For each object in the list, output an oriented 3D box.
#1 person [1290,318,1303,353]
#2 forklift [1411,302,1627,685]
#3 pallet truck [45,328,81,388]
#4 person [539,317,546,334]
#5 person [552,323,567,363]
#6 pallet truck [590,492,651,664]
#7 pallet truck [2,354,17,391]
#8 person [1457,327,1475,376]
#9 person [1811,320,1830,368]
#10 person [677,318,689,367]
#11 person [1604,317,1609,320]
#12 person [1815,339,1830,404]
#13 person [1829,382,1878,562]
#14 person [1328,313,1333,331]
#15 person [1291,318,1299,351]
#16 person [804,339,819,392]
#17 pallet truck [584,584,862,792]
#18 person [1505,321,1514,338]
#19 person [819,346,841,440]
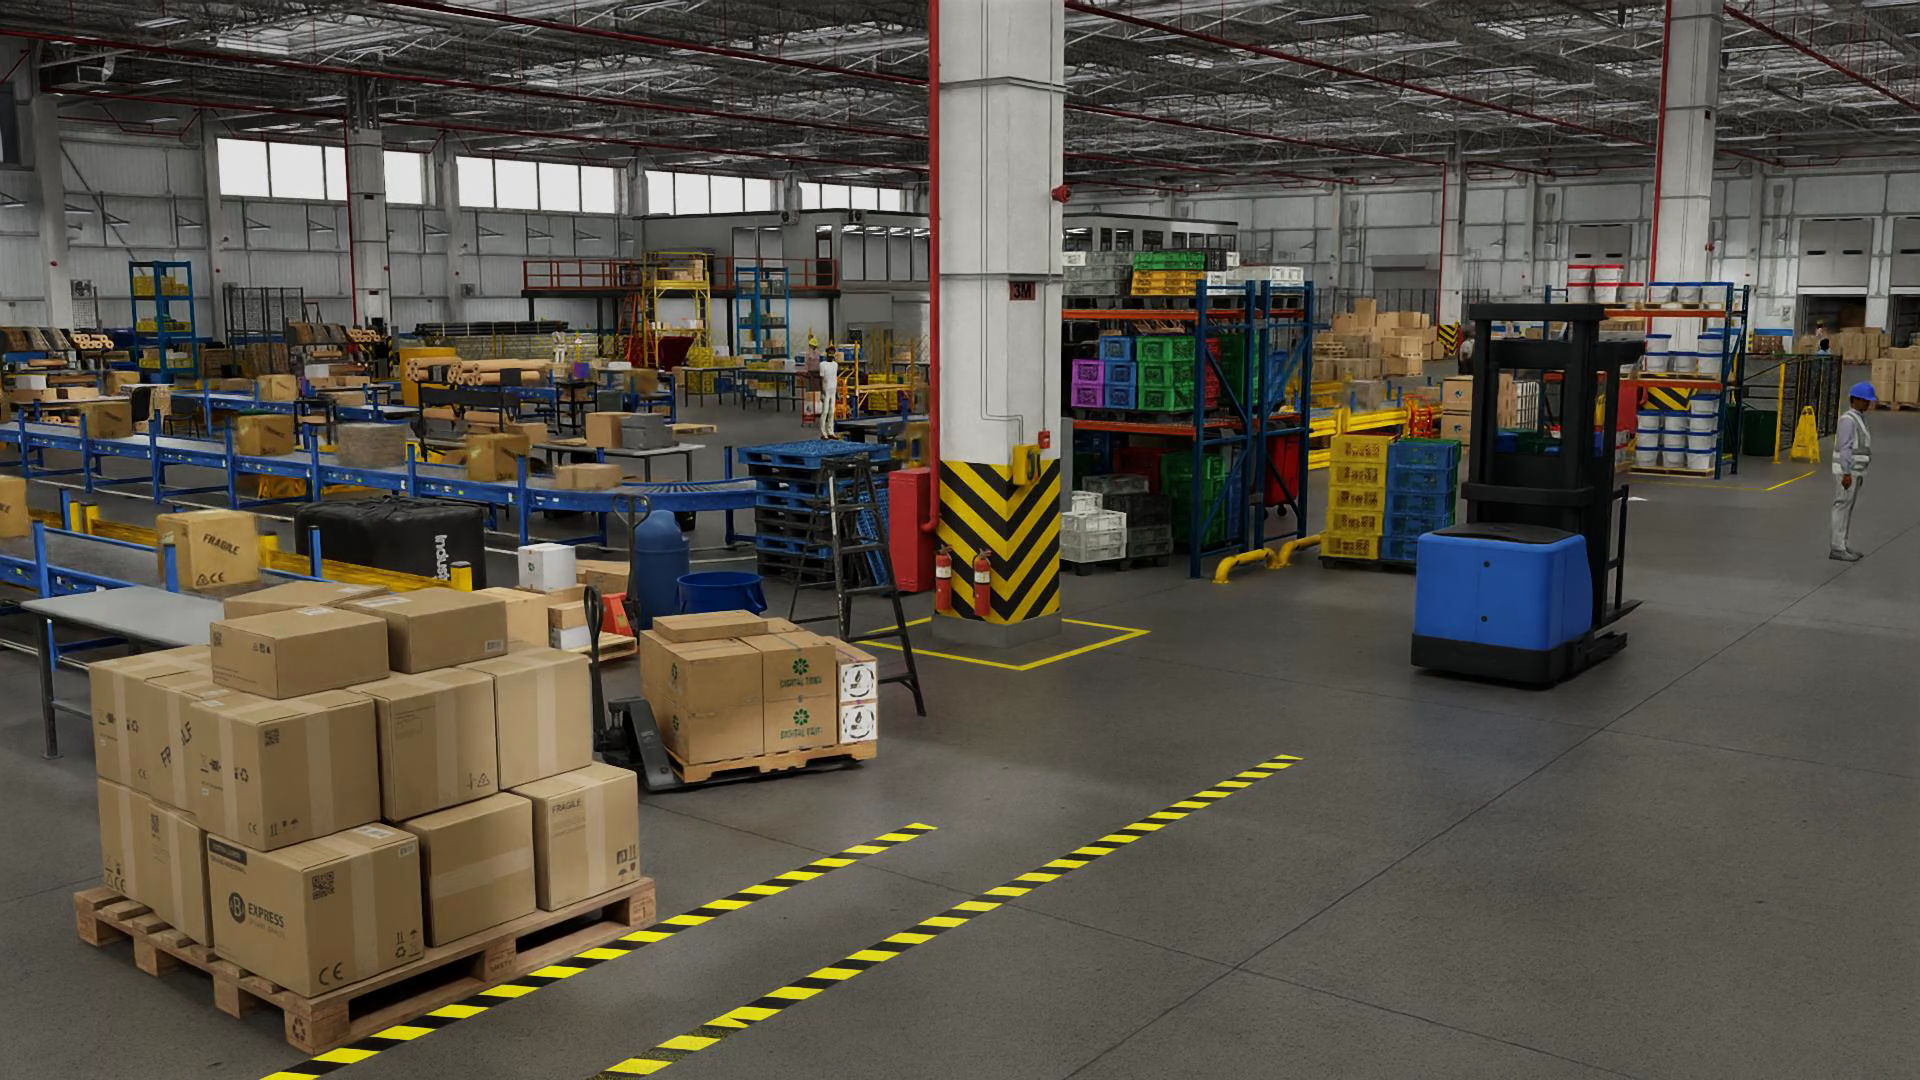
[{"bbox_3d":[16.251,-9.772,79.617,0.869,1.724,0.546,2,9,14],"label":"person"},{"bbox_3d":[4.379,-0.438,12.852,1.129,2.768,1.873,7,11,37],"label":"forklift"},{"bbox_3d":[-23.775,-4.544,43.495,1.885,1.965,0.823,6,10,35],"label":"pallet truck"},{"bbox_3d":[-17.239,-8.279,68.900,0.371,1.929,0.585,7,11,38],"label":"person"},{"bbox_3d":[-13.745,-6.504,57.092,0.354,1.883,0.573,7,11,38],"label":"person"},{"bbox_3d":[-3.115,0.344,12.883,0.653,1.274,1.630,7,11,37],"label":"pallet truck"},{"bbox_3d":[-24.881,-4.417,42.634,1.885,1.965,0.823,8,11,41],"label":"pallet truck"},{"bbox_3d":[13.584,-4.750,44.738,0.693,2.000,1.049,-6,10,-35],"label":"person"},{"bbox_3d":[33.299,-7.568,64.275,0.590,1.884,0.989,-3,9,-17],"label":"person"},{"bbox_3d":[-10.950,-7.829,65.877,0.374,1.928,0.543,7,11,38],"label":"person"},{"bbox_3d":[29.634,-9.305,76.240,0.653,1.797,0.925,-1,8,-4],"label":"person"},{"bbox_3d":[22.680,-4.431,43.733,0.320,1.698,0.531,7,11,38],"label":"person"},{"bbox_3d":[9.685,-0.742,18.062,0.402,1.937,0.603,7,11,38],"label":"person"},{"bbox_3d":[19.123,-10.719,85.354,0.374,1.928,0.543,7,11,38],"label":"person"},{"bbox_3d":[16.923,-10.402,83.989,0.320,1.698,0.531,7,11,38],"label":"person"},{"bbox_3d":[-3.716,-4.212,42.061,0.328,1.760,0.524,7,11,38],"label":"person"},{"bbox_3d":[-1.426,0.805,10.019,1.601,1.201,0.680,-4,9,-26],"label":"pallet truck"},{"bbox_3d":[23.886,-8.816,72.293,0.378,1.996,0.610,7,11,38],"label":"person"},{"bbox_3d":[-2.567,-2.890,32.796,0.327,1.865,0.520,7,11,38],"label":"person"}]
